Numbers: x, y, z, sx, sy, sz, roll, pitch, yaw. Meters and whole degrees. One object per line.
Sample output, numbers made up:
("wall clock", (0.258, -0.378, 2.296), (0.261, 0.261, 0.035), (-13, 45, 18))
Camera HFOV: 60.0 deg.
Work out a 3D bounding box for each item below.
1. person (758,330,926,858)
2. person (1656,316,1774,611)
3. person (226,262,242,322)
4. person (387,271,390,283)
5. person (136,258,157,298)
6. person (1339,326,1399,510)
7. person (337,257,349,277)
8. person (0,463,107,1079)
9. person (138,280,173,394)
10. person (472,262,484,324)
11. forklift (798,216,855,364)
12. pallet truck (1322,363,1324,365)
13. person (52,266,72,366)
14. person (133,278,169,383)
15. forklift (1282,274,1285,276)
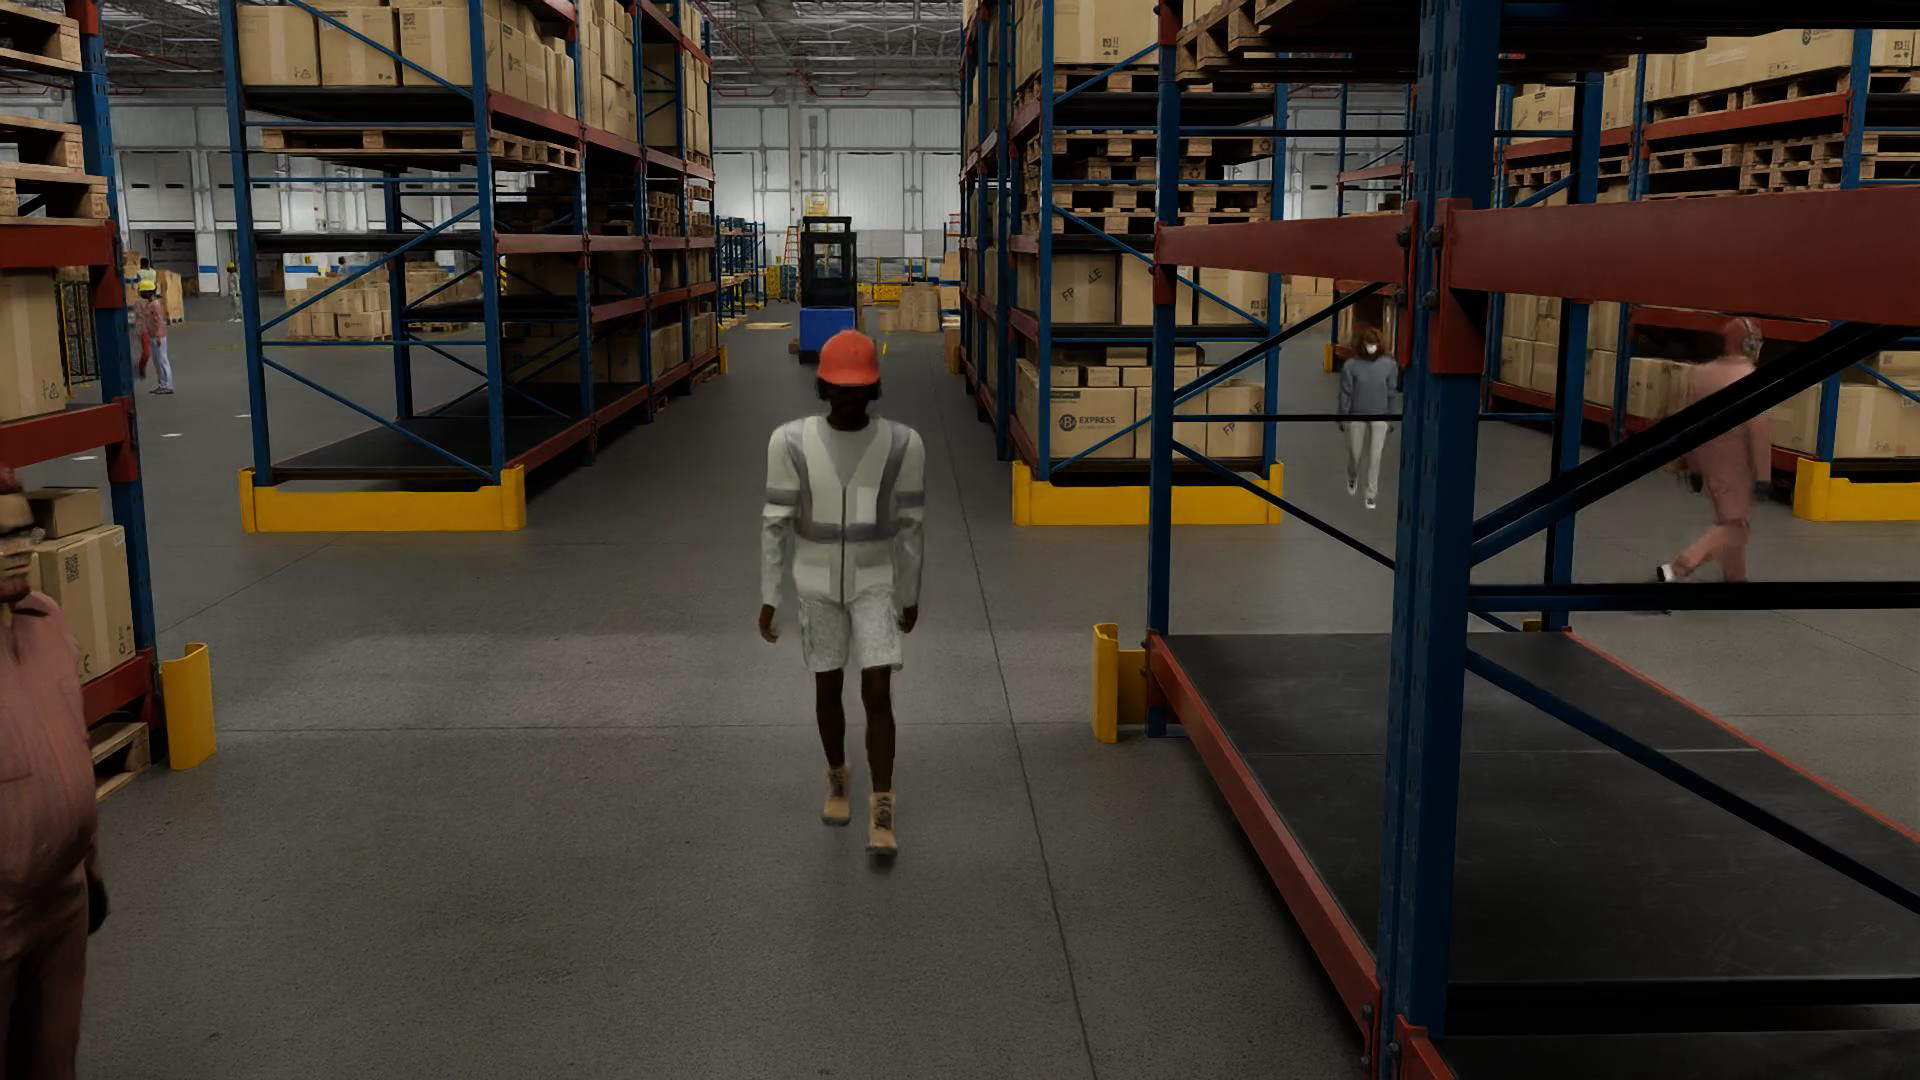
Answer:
("person", (-0.450, 0.210, 6.403), (0.636, 2.005, 0.937), (0, 10, 0))
("person", (4.820, -0.465, 10.490), (0.795, 1.885, 0.650), (-1, 10, -5))
("person", (-21.282, -7.252, 48.689), (0.487, 1.744, 0.312), (7, 12, 35))
("person", (-18.763, -8.402, 55.254), (0.321, 1.692, 0.534), (9, 13, 40))
("person", (-21.498, -6.500, 44.012), (0.391, 1.919, 0.591), (4, 11, 20))
("person", (3.612, -1.095, 14.749), (0.502, 1.618, 0.525), (1, 10, 7))
("person", (-22.619, -9.528, 61.222), (0.901, 1.807, 0.643), (-5, 12, -28))
("person", (-2.048, 0.774, 3.566), (0.394, 1.899, 0.641), (1, 10, 6))
("person", (-12.428, -3.121, 25.646), (0.361, 1.755, 0.521), (-9, 13, -40))
("person", (-13.560, -7.043, 47.279), (0.902, 1.843, 0.515), (3, 11, 19))
("forklift", (-2.534, -4.821, 31.975), (1.129, 2.768, 1.873), (0, 10, -2))
("pallet truck", (7.712, -4.157, 30.737), (1.885, 1.965, 0.823), (3, 11, 16))
("person", (-17.115, -4.249, 31.335), (0.614, 1.963, 0.362), (3, 10, 14))
("person", (-13.397, -3.457, 27.533), (0.537, 1.749, 0.555), (9, 13, 40))
("forklift", (12.247, -10.290, 62.443), (1.129, 2.768, 1.873), (0, 10, -3))
